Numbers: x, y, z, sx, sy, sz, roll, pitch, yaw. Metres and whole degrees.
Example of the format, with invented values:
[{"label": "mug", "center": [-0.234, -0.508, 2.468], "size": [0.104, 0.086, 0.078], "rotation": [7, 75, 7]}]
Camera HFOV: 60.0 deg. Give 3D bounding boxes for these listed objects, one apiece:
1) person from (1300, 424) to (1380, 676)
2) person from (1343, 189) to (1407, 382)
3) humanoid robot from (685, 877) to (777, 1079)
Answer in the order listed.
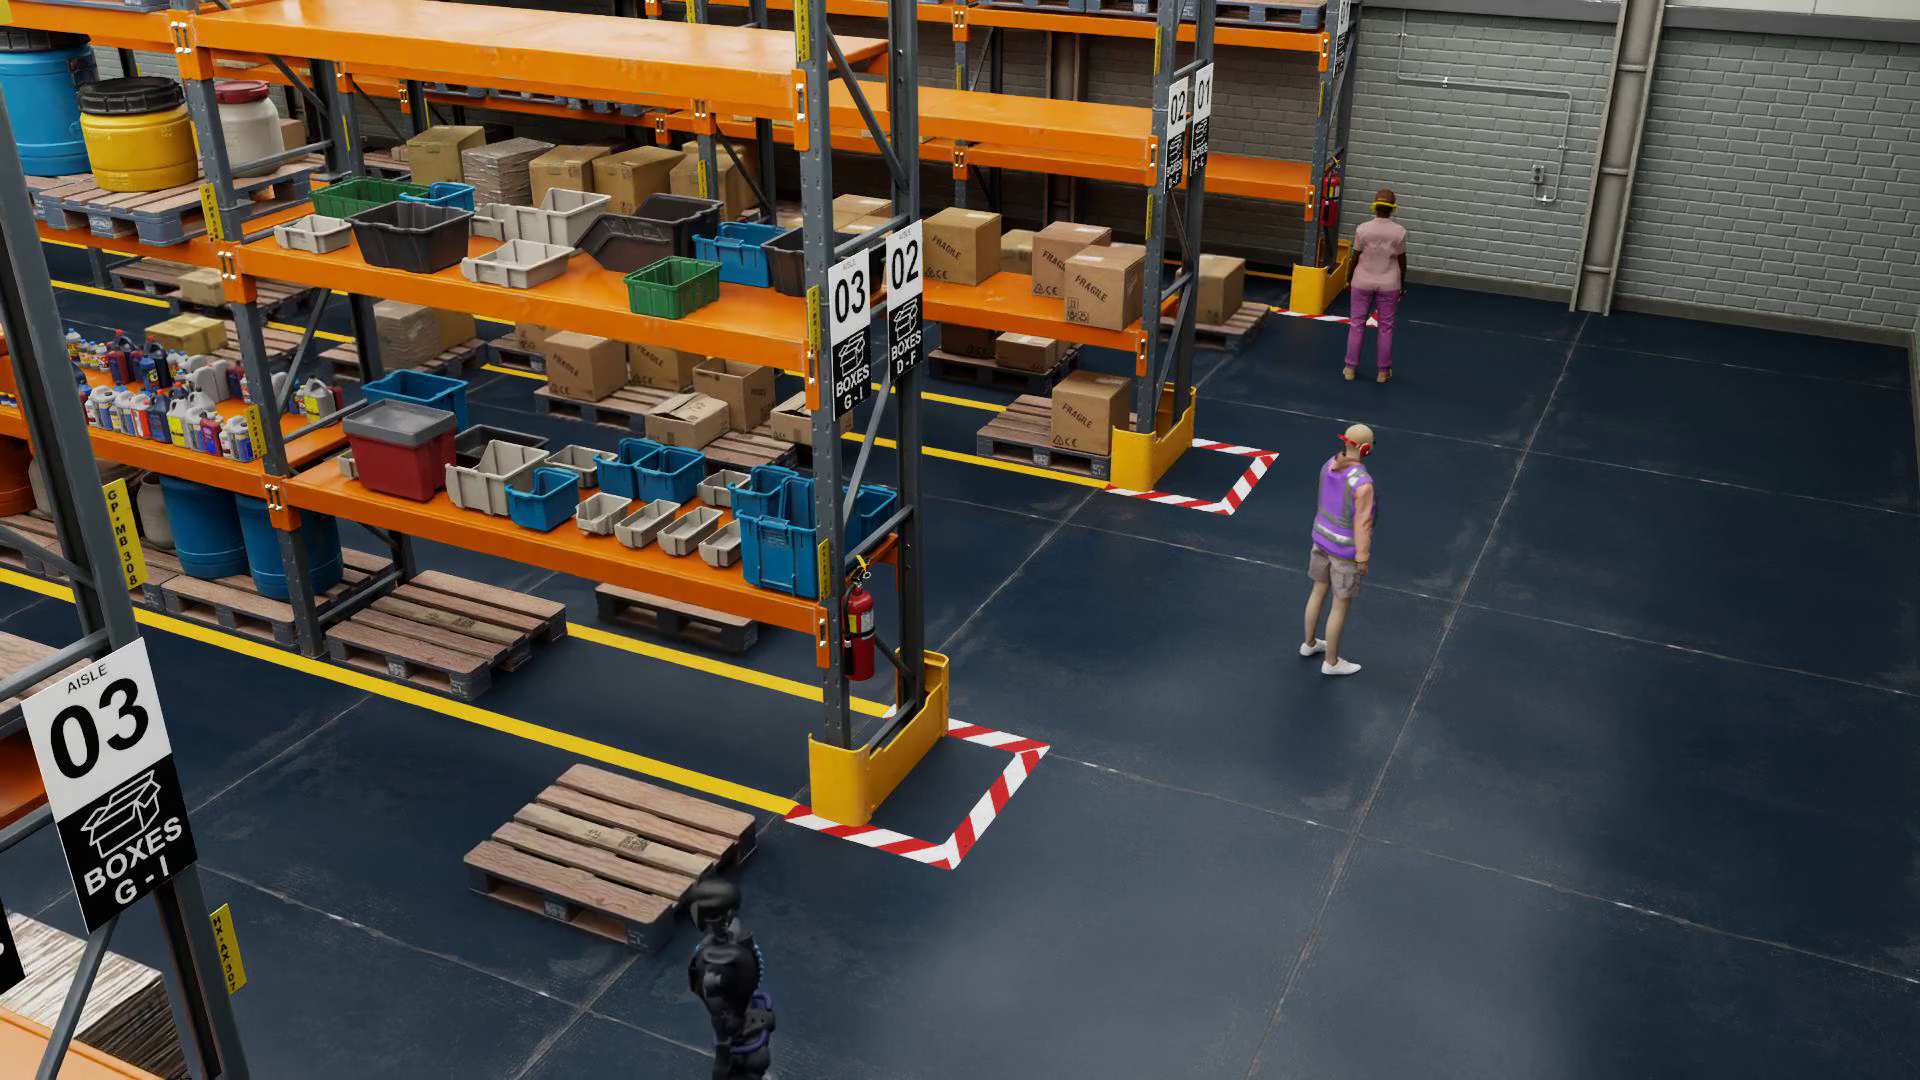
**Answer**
[{"label": "person", "center": [2.425, 0.057, 10.591], "size": [0.352, 1.688, 0.489], "rotation": [-11, 28, -21]}, {"label": "person", "center": [3.831, -2.336, 15.308], "size": [0.536, 1.801, 0.328], "rotation": [7, 27, 14]}, {"label": "humanoid robot", "center": [-0.867, 2.043, 6.600], "size": [0.355, 1.647, 0.611], "rotation": [0, 26, 1]}]
